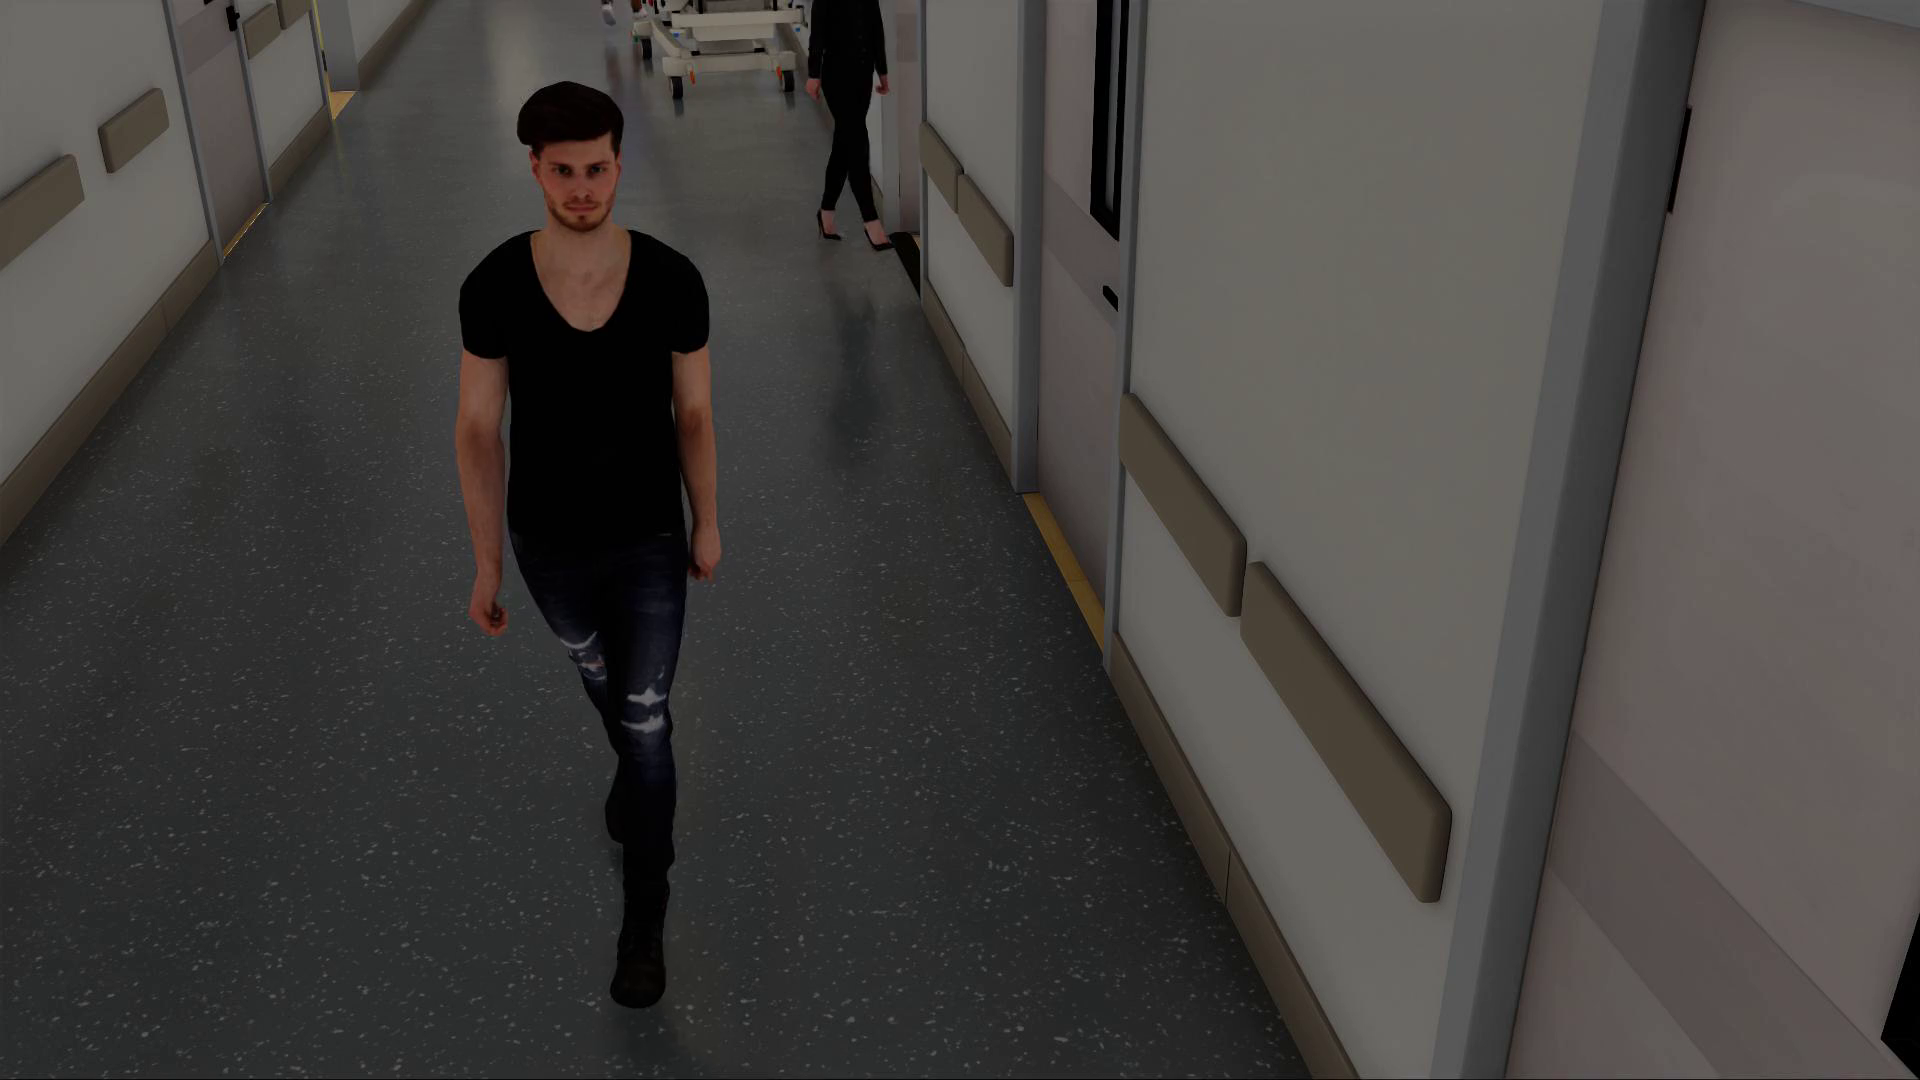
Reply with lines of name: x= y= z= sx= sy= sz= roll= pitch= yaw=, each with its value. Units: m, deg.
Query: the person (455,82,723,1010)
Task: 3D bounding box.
person: x=-0.774 y=-0.036 z=3.616 sx=1.201 sy=1.837 sz=0.819 roll=-2 pitch=26 yaw=-3

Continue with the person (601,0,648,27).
person: x=-3.193 y=-5.674 z=15.352 sx=1.129 sy=1.797 sz=0.918 roll=1 pitch=26 yaw=2

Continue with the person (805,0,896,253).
person: x=-0.640 y=-2.359 z=8.609 sx=0.959 sy=1.683 sz=0.935 roll=22 pitch=34 yaw=38
